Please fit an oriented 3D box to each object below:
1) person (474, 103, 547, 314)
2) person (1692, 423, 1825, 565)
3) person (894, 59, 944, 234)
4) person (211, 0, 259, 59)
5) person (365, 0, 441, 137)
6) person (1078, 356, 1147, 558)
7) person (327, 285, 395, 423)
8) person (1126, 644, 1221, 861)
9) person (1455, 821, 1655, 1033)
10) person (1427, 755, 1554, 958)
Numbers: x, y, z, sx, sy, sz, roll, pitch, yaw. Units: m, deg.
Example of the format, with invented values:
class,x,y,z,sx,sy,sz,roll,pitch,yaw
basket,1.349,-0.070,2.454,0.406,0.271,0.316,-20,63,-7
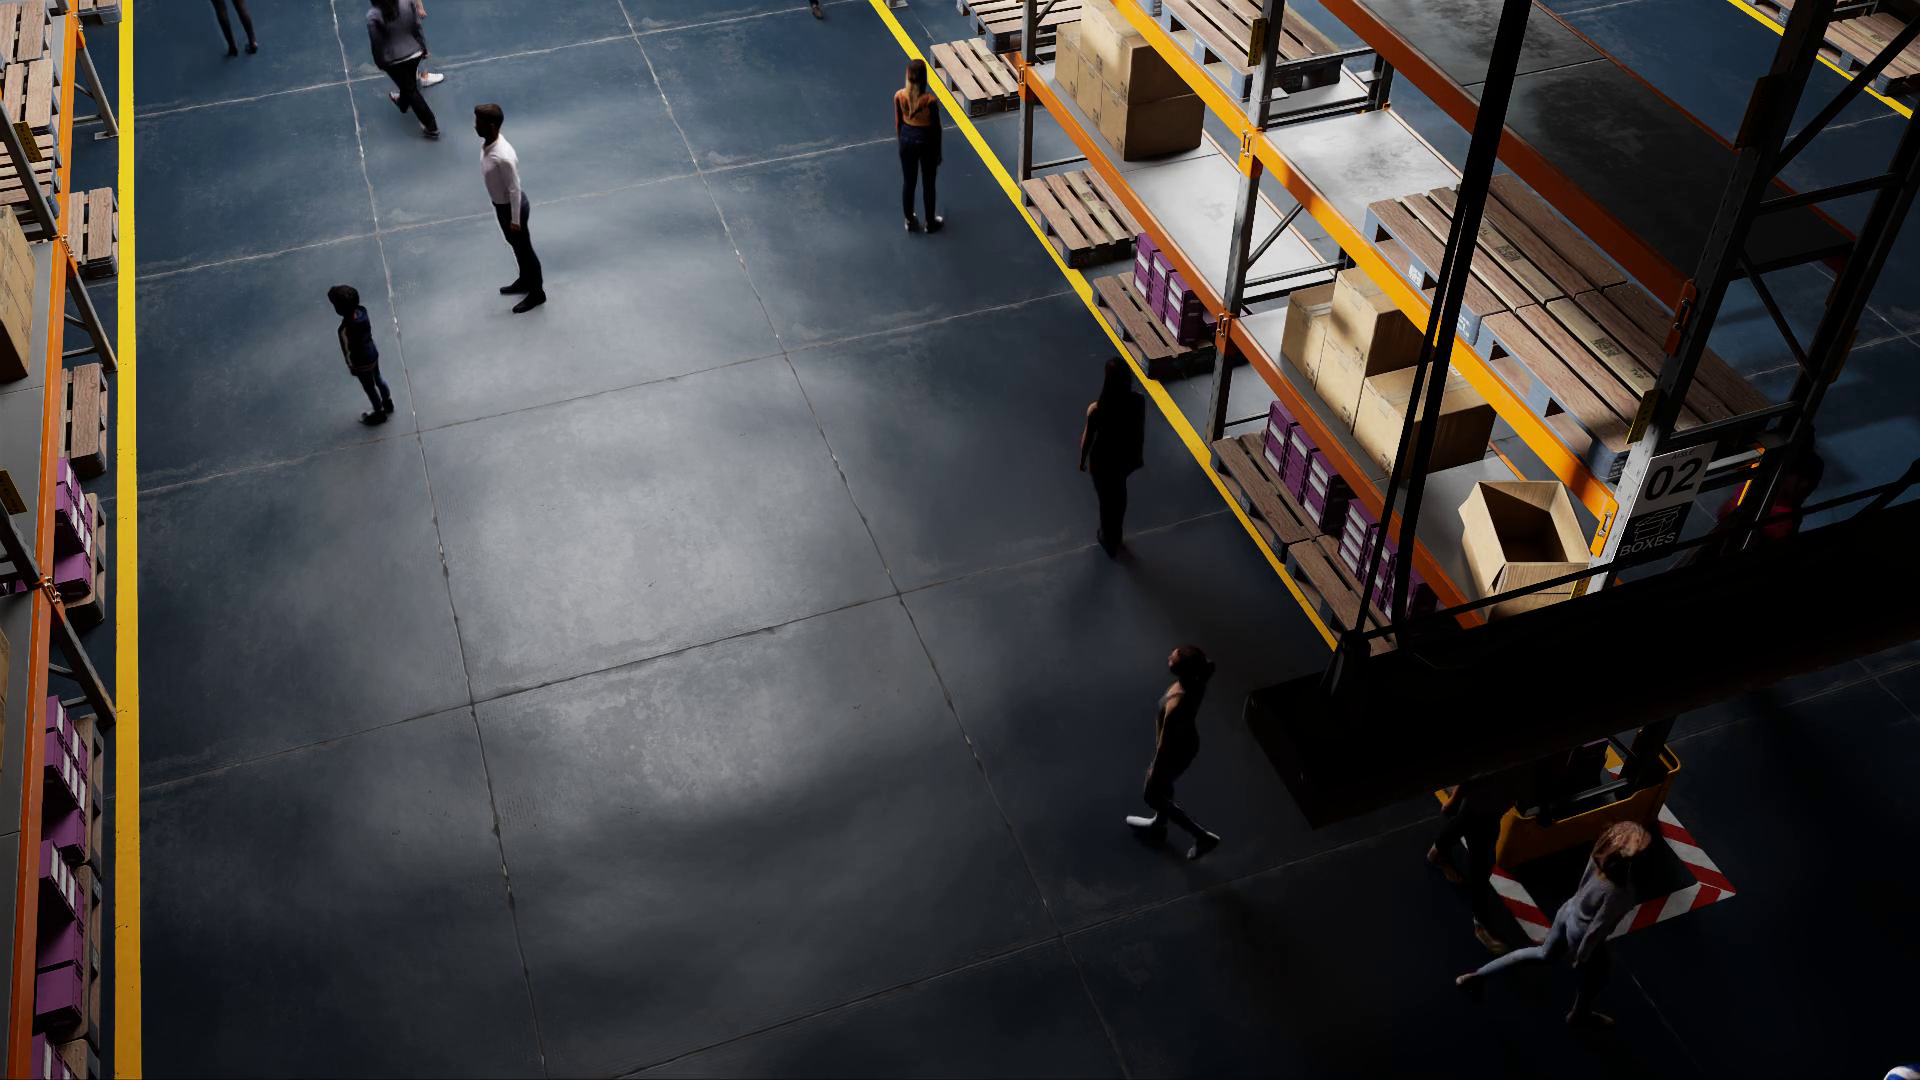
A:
class,x,y,z,sx,sy,sz,roll,pitch,yaw
person,-3.719,-2.776,13.782,0.701,1.868,0.559,-20,47,-19
person,5.325,-0.048,11.018,0.964,1.731,1.108,9,44,9
person,-0.371,-3.473,14.688,0.649,1.627,0.681,12,45,12
person,-7.608,-5.810,17.048,0.627,1.756,0.553,-22,48,-21
person,-5.312,-4.606,15.932,1.188,1.553,1.023,30,51,28
person,1.100,-0.511,11.538,0.593,1.682,0.572,-14,45,-14
person,-4.623,-1.446,12.855,0.643,1.221,0.539,6,44,7
person,1.315,1.266,9.665,0.948,1.693,0.865,22,48,22
person,3.192,2.050,8.792,1.032,1.763,1.162,5,44,5
person,2.946,1.389,9.418,0.776,1.857,1.113,-22,48,-21
